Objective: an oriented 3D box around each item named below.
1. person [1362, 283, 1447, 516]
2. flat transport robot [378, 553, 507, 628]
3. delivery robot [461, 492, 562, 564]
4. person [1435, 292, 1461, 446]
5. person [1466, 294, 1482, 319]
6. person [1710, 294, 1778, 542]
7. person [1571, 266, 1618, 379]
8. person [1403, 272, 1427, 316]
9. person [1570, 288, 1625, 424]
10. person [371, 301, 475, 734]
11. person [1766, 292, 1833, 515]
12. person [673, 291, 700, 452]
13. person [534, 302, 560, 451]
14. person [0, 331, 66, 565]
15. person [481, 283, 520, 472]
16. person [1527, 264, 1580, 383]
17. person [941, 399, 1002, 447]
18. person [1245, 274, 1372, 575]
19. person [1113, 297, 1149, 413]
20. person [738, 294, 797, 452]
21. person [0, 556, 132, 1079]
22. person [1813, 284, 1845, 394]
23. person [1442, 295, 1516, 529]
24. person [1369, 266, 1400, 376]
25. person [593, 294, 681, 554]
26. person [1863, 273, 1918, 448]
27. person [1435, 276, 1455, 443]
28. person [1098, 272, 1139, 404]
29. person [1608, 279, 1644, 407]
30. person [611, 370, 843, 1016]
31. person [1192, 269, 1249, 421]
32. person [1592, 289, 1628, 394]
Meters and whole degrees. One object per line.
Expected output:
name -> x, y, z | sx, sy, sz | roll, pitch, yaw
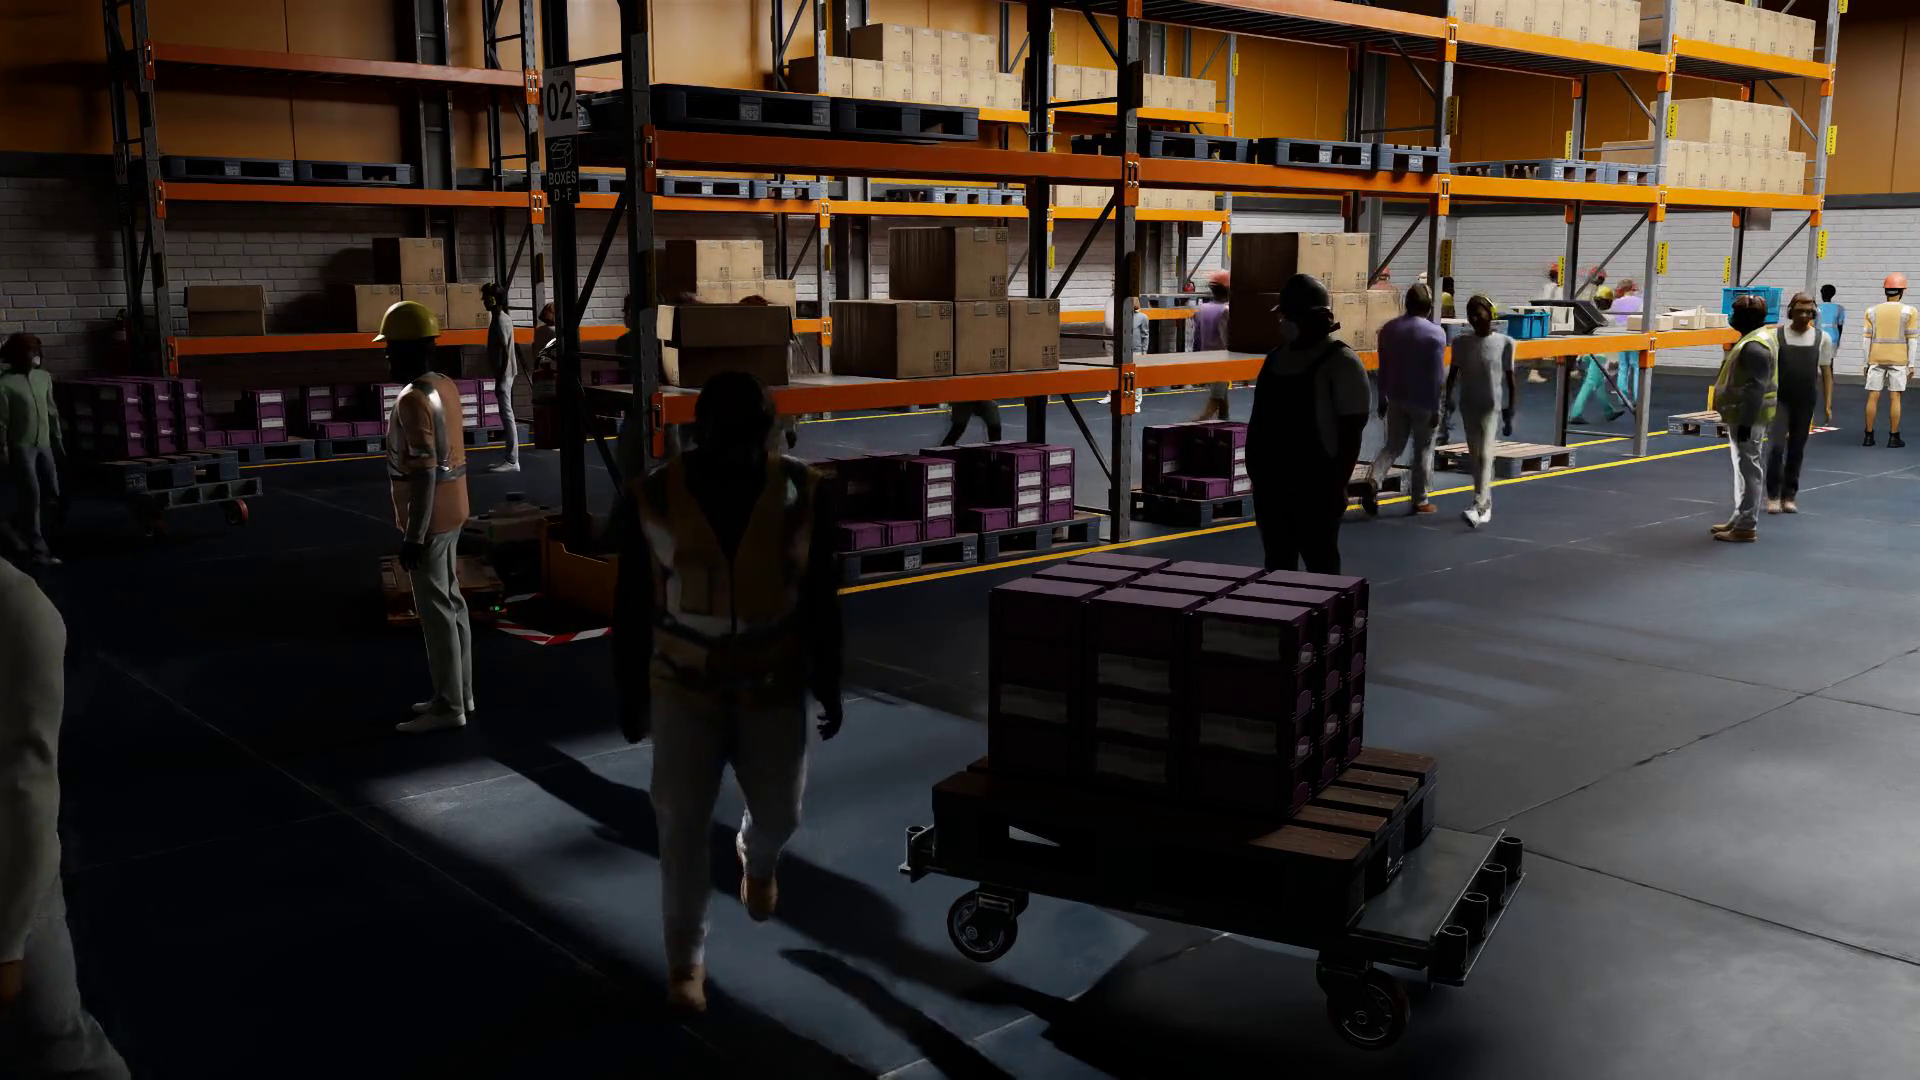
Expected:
person -> 3.600, -1.114, 13.437 | 0.798, 1.914, 0.636 | -9, 13, -41
flat transport robot -> -3.152, 0.282, 10.062 | 0.652, 0.197, 1.431 | -4, 10, -21
delivery robot -> -2.958, -0.078, 11.066 | 0.477, 0.478, 0.707 | 6, 12, 33
person -> 5.211, -1.801, 17.987 | 0.347, 1.741, 0.495 | -8, 13, -40
person -> 7.228, -2.568, 22.822 | 0.585, 1.603, 0.552 | 0, 10, -2
person -> 5.853, -0.905, 12.422 | 0.430, 1.843, 0.625 | 4, 11, 23
person -> 10.917, -3.729, 28.659 | 0.999, 1.938, 0.667 | 5, 11, 29
person -> 6.344, -2.707, 22.802 | 0.638, 1.903, 0.408 | 6, 11, 31
person -> 8.128, -2.324, 21.056 | 0.918, 1.715, 0.547 | -3, 10, -17
person -> -2.398, -0.097, 7.440 | 0.377, 1.925, 0.594 | -1, 10, -4
person -> 6.845, -1.108, 13.642 | 0.549, 1.820, 0.564 | 3, 10, 15
person -> -2.143, -1.104, 13.583 | 0.655, 1.854, 1.010 | 2, 10, 14
person -> -4.473, -1.785, 18.220 | 0.500, 1.626, 0.284 | 7, 12, 37
person -> -6.477, -0.634, 11.486 | 0.524, 1.617, 0.513 | 2, 10, 14
person -> -4.535, -1.595, 16.398 | 0.331, 1.865, 0.519 | -2, 10, -13
person -> 10.025, -3.636, 27.989 | 1.027, 1.983, 0.694 | -1, 10, -8
person -> 0.132, -1.360, 14.993 | 1.028, 1.883, 0.559 | -6, 11, -31
person -> 1.711, -0.337, 8.515 | 0.538, 2.000, 0.687 | -7, 12, -34
person -> 2.320, -2.546, 22.632 | 0.501, 1.633, 0.283 | 4, 11, 23
person -> -1.380, -0.900, 12.356 | 0.618, 1.859, 0.743 | 8, 13, 40
person -> -1.917, 0.672, 3.082 | 0.639, 1.890, 1.010 | 2, 10, 9
person -> 13.266, -3.075, 25.548 | 0.569, 1.695, 0.317 | 2, 10, 10
person -> 4.041, -0.990, 12.995 | 0.498, 1.810, 0.978 | 6, 12, 33
person -> 7.315, -3.790, 28.911 | 0.643, 1.974, 0.441 | 2, 10, 10
person -> -2.242, -0.844, 11.949 | 0.666, 1.887, 1.028 | 7, 12, 35
person -> 10.335, -1.993, 18.505 | 0.545, 1.940, 0.352 | 9, 13, 42
person -> 5.456, -2.078, 19.063 | 0.375, 1.916, 0.599 | 2, 10, 12
person -> 2.257, -2.880, 23.797 | 0.409, 1.908, 0.642 | -7, 12, -37
person -> 9.458, -2.791, 23.576 | 0.436, 1.797, 0.653 | -9, 13, -41
person -> -0.677, 0.404, 4.835 | 0.666, 1.814, 0.607 | -2, 10, -11
person -> 2.681, -1.820, 17.355 | 1.054, 1.997, 0.627 | -7, 12, -36
person -> 9.994, -3.053, 25.642 | 0.745, 1.606, 0.546 | 2, 10, 12
